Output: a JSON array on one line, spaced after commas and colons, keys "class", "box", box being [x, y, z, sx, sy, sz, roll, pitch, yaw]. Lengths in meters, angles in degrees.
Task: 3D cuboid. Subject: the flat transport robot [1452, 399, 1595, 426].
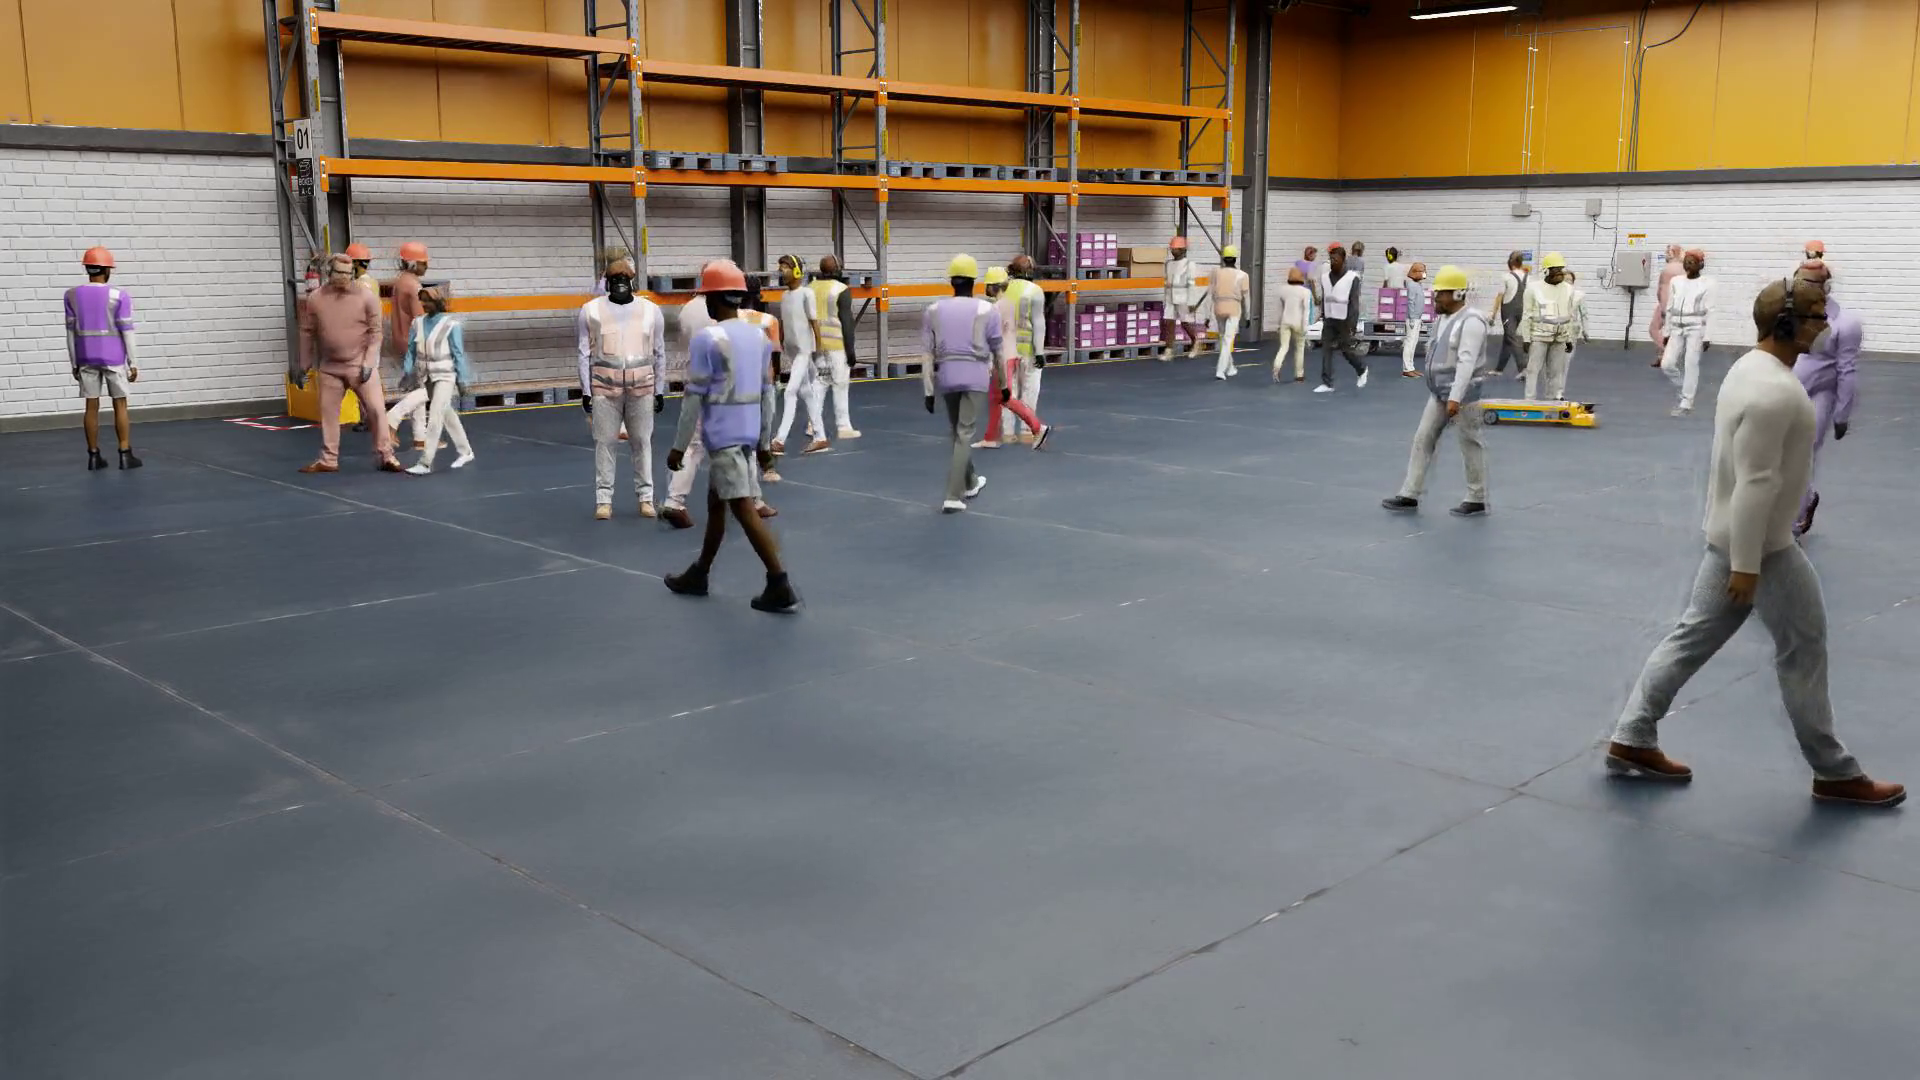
[{"class": "flat transport robot", "box": [6.088, -1.392, 17.964, 1.431, 0.197, 0.652, 4, 11, 21]}]

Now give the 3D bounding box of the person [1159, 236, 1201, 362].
[{"class": "person", "box": [3.568, -3.893, 26.863, 0.614, 2.018, 0.915, 9, 14, 41]}]

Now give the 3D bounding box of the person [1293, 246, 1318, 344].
[{"class": "person", "box": [6.311, -4.476, 30.565, 0.455, 1.821, 0.728, -3, 11, -15]}]

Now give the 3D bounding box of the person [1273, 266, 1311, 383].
[{"class": "person", "box": [4.536, -2.944, 22.793, 0.502, 1.602, 0.739, 6, 12, 32]}]

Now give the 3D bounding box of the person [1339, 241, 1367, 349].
[{"class": "person", "box": [7.104, -4.352, 29.630, 0.890, 1.904, 0.653, -3, 11, -18]}]

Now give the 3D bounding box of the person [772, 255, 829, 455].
[{"class": "person", "box": [-1.587, -1.690, 15.306, 0.900, 1.833, 0.561, -7, 13, -35]}]

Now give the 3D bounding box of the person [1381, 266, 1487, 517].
[{"class": "person", "box": [3.446, -1.045, 11.914, 0.832, 1.797, 0.615, -3, 11, -14]}]

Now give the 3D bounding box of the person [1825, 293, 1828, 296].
[{"class": "person", "box": [11.989, -3.125, 23.556, 0.495, 1.685, 0.937, -6, 12, -28]}]

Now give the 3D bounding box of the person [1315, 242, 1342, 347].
[{"class": "person", "box": [6.672, -4.418, 29.996, 0.515, 1.905, 0.573, 7, 12, 33]}]

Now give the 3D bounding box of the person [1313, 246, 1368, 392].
[{"class": "person", "box": [4.975, -2.867, 21.615, 0.807, 1.891, 0.597, -9, 14, -39]}]

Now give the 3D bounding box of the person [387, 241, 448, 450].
[{"class": "person", "box": [-5.167, -1.799, 15.543, 0.603, 1.974, 0.613, -7, 13, -34]}]

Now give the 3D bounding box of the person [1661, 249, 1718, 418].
[{"class": "person", "box": [8.066, -2.282, 18.449, 0.413, 1.868, 0.617, -7, 12, -32]}]

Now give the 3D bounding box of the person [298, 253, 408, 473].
[{"class": "person", "box": [-5.234, -1.484, 14.124, 0.916, 1.875, 0.393, 0, 10, 2]}]

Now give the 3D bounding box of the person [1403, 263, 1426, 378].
[{"class": "person", "box": [6.519, -3.148, 23.819, 0.282, 1.633, 0.498, 5, 12, 28]}]

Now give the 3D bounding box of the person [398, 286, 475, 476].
[{"class": "person", "box": [-4.464, -1.368, 14.236, 0.525, 1.593, 0.882, 6, 12, 30]}]

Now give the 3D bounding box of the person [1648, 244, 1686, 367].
[{"class": "person", "box": [10.819, -3.569, 25.417, 0.661, 1.887, 0.485, -8, 13, -36]}]

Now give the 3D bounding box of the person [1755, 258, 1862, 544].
[{"class": "person", "box": [5.479, -0.882, 10.800, 0.786, 1.880, 0.644, -7, 13, -34]}]

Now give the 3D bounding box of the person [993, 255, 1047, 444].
[{"class": "person", "box": [0.604, -1.833, 16.119, 0.448, 1.829, 0.645, -10, 14, -43]}]

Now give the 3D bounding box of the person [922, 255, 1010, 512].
[{"class": "person", "box": [0.040, -1.176, 12.420, 0.587, 1.871, 1.009, 4, 11, 21]}]

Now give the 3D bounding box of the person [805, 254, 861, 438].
[{"class": "person", "box": [-1.281, -1.925, 16.617, 0.630, 1.850, 0.430, 9, 14, 41]}]

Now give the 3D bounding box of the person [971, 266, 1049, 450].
[{"class": "person", "box": [0.470, -1.692, 15.612, 0.762, 1.740, 0.527, 3, 11, 17]}]

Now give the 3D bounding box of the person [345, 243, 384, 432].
[{"class": "person", "box": [-6.178, -2.090, 17.222, 0.359, 1.939, 0.543, -1, 10, -6]}]

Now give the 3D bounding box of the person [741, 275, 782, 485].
[{"class": "person", "box": [-1.704, -1.294, 13.531, 0.540, 1.698, 0.318, 2, 11, 9]}]

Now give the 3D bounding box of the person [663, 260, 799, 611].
[{"class": "person", "box": [-1.255, -0.565, 9.060, 0.989, 1.894, 0.563, 6, 12, 29]}]

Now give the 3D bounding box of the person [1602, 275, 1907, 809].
[{"class": "person", "box": [2.860, 0.004, 5.960, 1.005, 1.891, 0.644, 3, 11, 16]}]

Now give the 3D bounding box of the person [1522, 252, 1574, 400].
[{"class": "person", "box": [6.474, -2.237, 18.296, 0.600, 1.836, 0.404, -2, 11, -11]}]

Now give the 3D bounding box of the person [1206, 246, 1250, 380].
[{"class": "person", "box": [3.779, -3.197, 23.435, 0.603, 1.876, 1.020, 5, 12, 27]}]

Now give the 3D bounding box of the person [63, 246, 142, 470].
[{"class": "person", "box": [-7.413, -1.564, 14.392, 0.554, 1.928, 0.401, -1, 10, -6]}]

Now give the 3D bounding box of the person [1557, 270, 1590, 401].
[{"class": "person", "box": [7.288, -2.434, 20.022, 0.524, 1.598, 0.834, 1, 10, 3]}]

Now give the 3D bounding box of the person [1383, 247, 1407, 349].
[{"class": "person", "box": [7.823, -4.345, 29.869, 0.544, 1.821, 0.957, -3, 11, -14]}]

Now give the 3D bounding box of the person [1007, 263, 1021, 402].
[{"class": "person", "box": [0.680, -2.448, 19.820, 0.536, 1.699, 0.322, 8, 13, 37]}]

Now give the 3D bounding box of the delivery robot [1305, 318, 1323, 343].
[{"class": "delivery robot", "box": [6.402, -3.700, 29.518, 0.707, 0.478, 0.477, 2, 10, 10]}]

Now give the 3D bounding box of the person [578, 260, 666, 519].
[{"class": "person", "box": [-2.412, -1.069, 11.919, 0.625, 1.844, 0.429, -3, 11, -15]}]

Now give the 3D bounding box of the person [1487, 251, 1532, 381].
[{"class": "person", "box": [7.792, -3.152, 23.375, 0.511, 1.813, 0.934, -5, 12, -25]}]

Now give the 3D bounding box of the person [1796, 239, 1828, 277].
[{"class": "person", "box": [12.592, -3.512, 24.923, 0.886, 1.965, 0.624, 9, 14, 40]}]

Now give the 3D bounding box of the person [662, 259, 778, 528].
[{"class": "person", "box": [-1.714, -1.020, 11.594, 0.645, 1.870, 0.956, 7, 12, 33]}]

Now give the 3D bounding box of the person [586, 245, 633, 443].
[{"class": "person", "box": [-3.326, -1.883, 16.126, 0.472, 1.926, 0.653, -1, 10, -8]}]

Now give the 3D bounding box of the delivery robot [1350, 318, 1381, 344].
[{"class": "delivery robot", "box": [7.124, -3.676, 29.389, 0.707, 0.478, 0.477, 0, 10, 0]}]
